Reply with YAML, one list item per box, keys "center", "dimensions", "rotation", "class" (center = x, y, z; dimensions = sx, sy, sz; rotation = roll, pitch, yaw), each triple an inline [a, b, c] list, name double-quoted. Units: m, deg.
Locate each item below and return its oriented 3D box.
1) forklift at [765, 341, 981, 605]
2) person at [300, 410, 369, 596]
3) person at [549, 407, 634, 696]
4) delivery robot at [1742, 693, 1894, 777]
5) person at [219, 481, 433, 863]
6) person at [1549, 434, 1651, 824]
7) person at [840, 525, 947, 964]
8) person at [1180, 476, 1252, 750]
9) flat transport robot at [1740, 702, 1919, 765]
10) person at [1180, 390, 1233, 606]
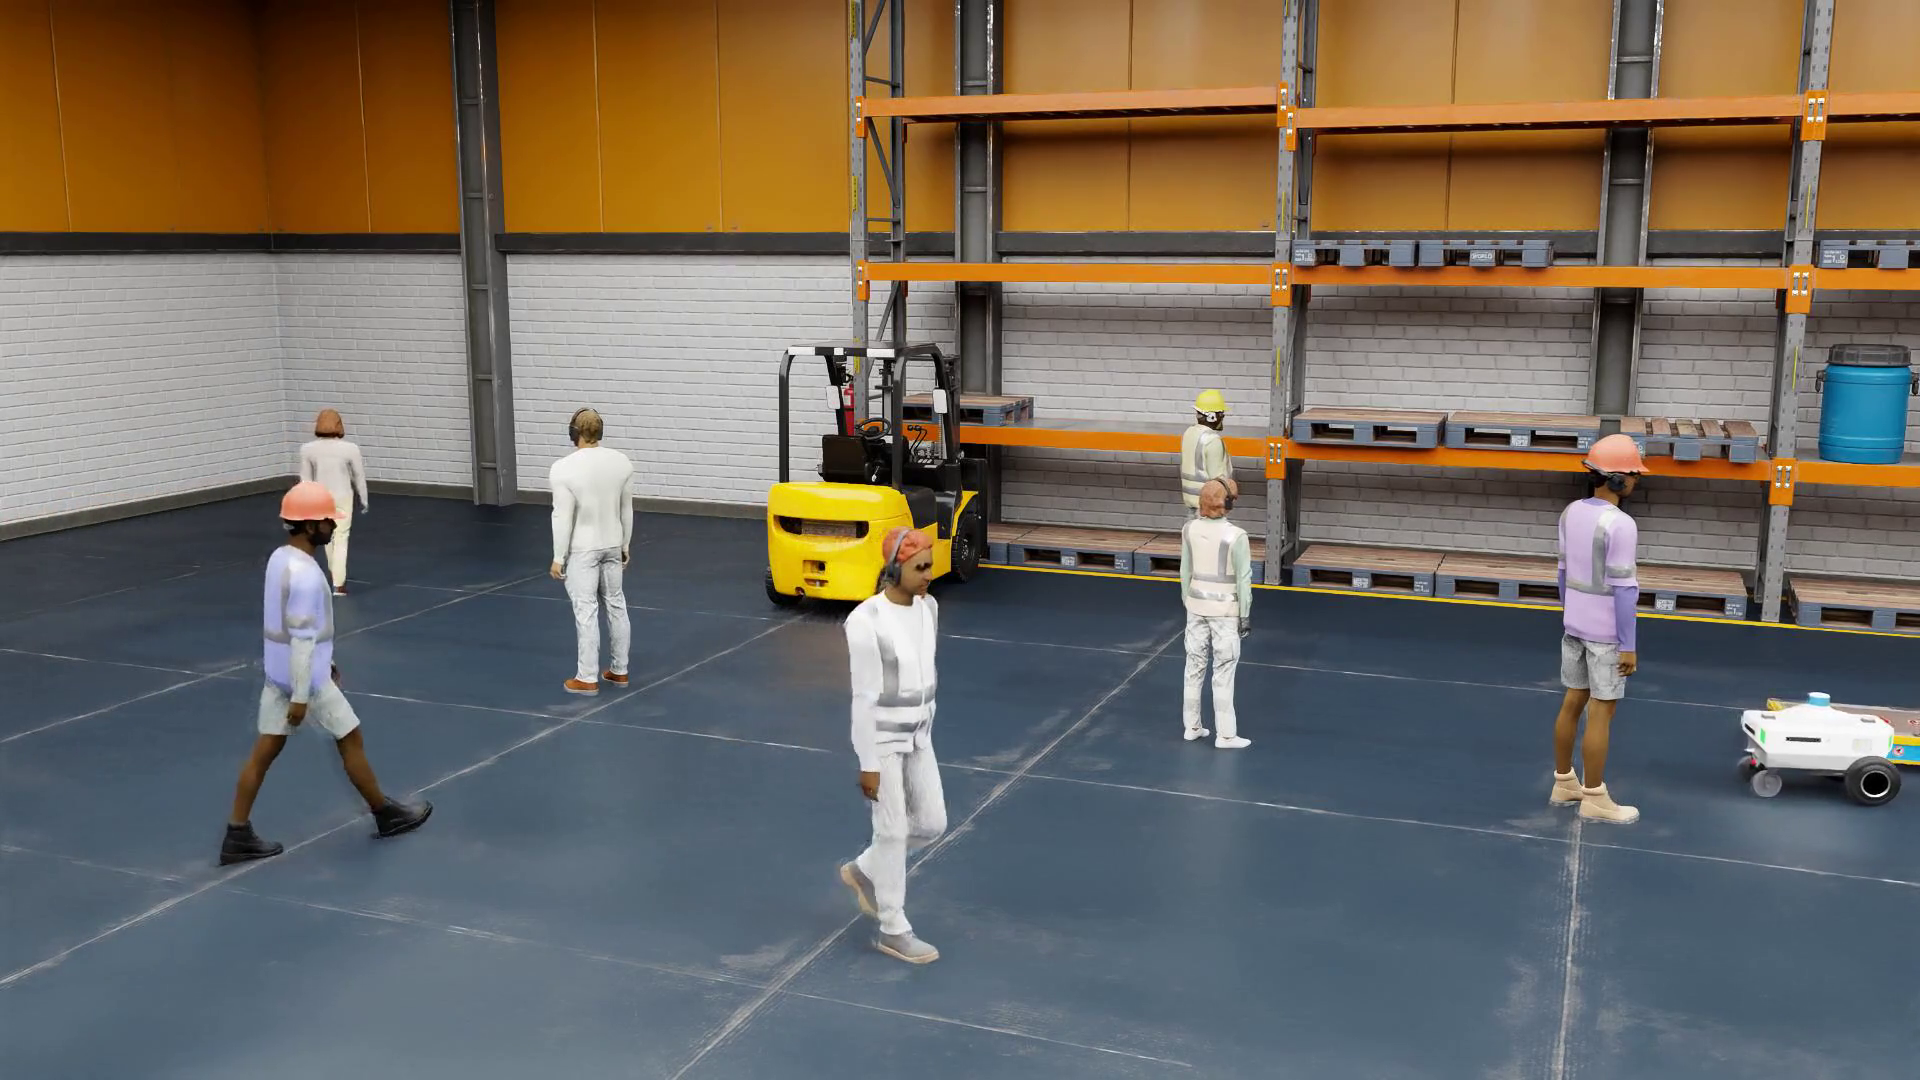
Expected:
- center: [-0.739, -0.602, 14.246]
  dimensions: [1.214, 2.155, 2.313]
  rotation: [4, 11, 21]
  class: "forklift"
- center: [-5.432, -0.337, 14.458]
  dimensions: [0.528, 1.581, 0.860]
  rotation: [-2, 10, -9]
  class: "person"
- center: [-2.474, 0.076, 11.182]
  dimensions: [0.373, 1.940, 0.627]
  rotation: [9, 14, 42]
  class: "person"
- center: [4.712, 1.084, 9.157]
  dimensions: [0.707, 0.478, 0.477]
  rotation: [2, 10, 8]
  class: "delivery robot"
- center: [-3.227, 0.642, 8.242]
  dimensions: [1.043, 1.877, 0.547]
  rotation: [-9, 13, -41]
  class: "person"
- center: [3.370, 0.463, 8.738]
  dimensions: [0.379, 2.044, 0.607]
  rotation: [-2, 10, -11]
  class: "person"
- center: [-0.309, 0.851, 7.062]
  dimensions: [0.498, 1.868, 0.573]
  rotation: [8, 13, 37]
  class: "person"
- center: [1.531, 0.439, 9.981]
  dimensions: [0.308, 1.645, 0.515]
  rotation: [-9, 14, -42]
  class: "person"
- center: [5.441, 1.155, 9.816]
  dimensions: [1.431, 0.197, 0.652]
  rotation: [3, 11, 17]
  class: "flat transport robot"
- center: [2.037, -0.323, 13.700]
  dimensions: [0.404, 1.830, 0.601]
  rotation: [-3, 11, -18]
  class: "person"
